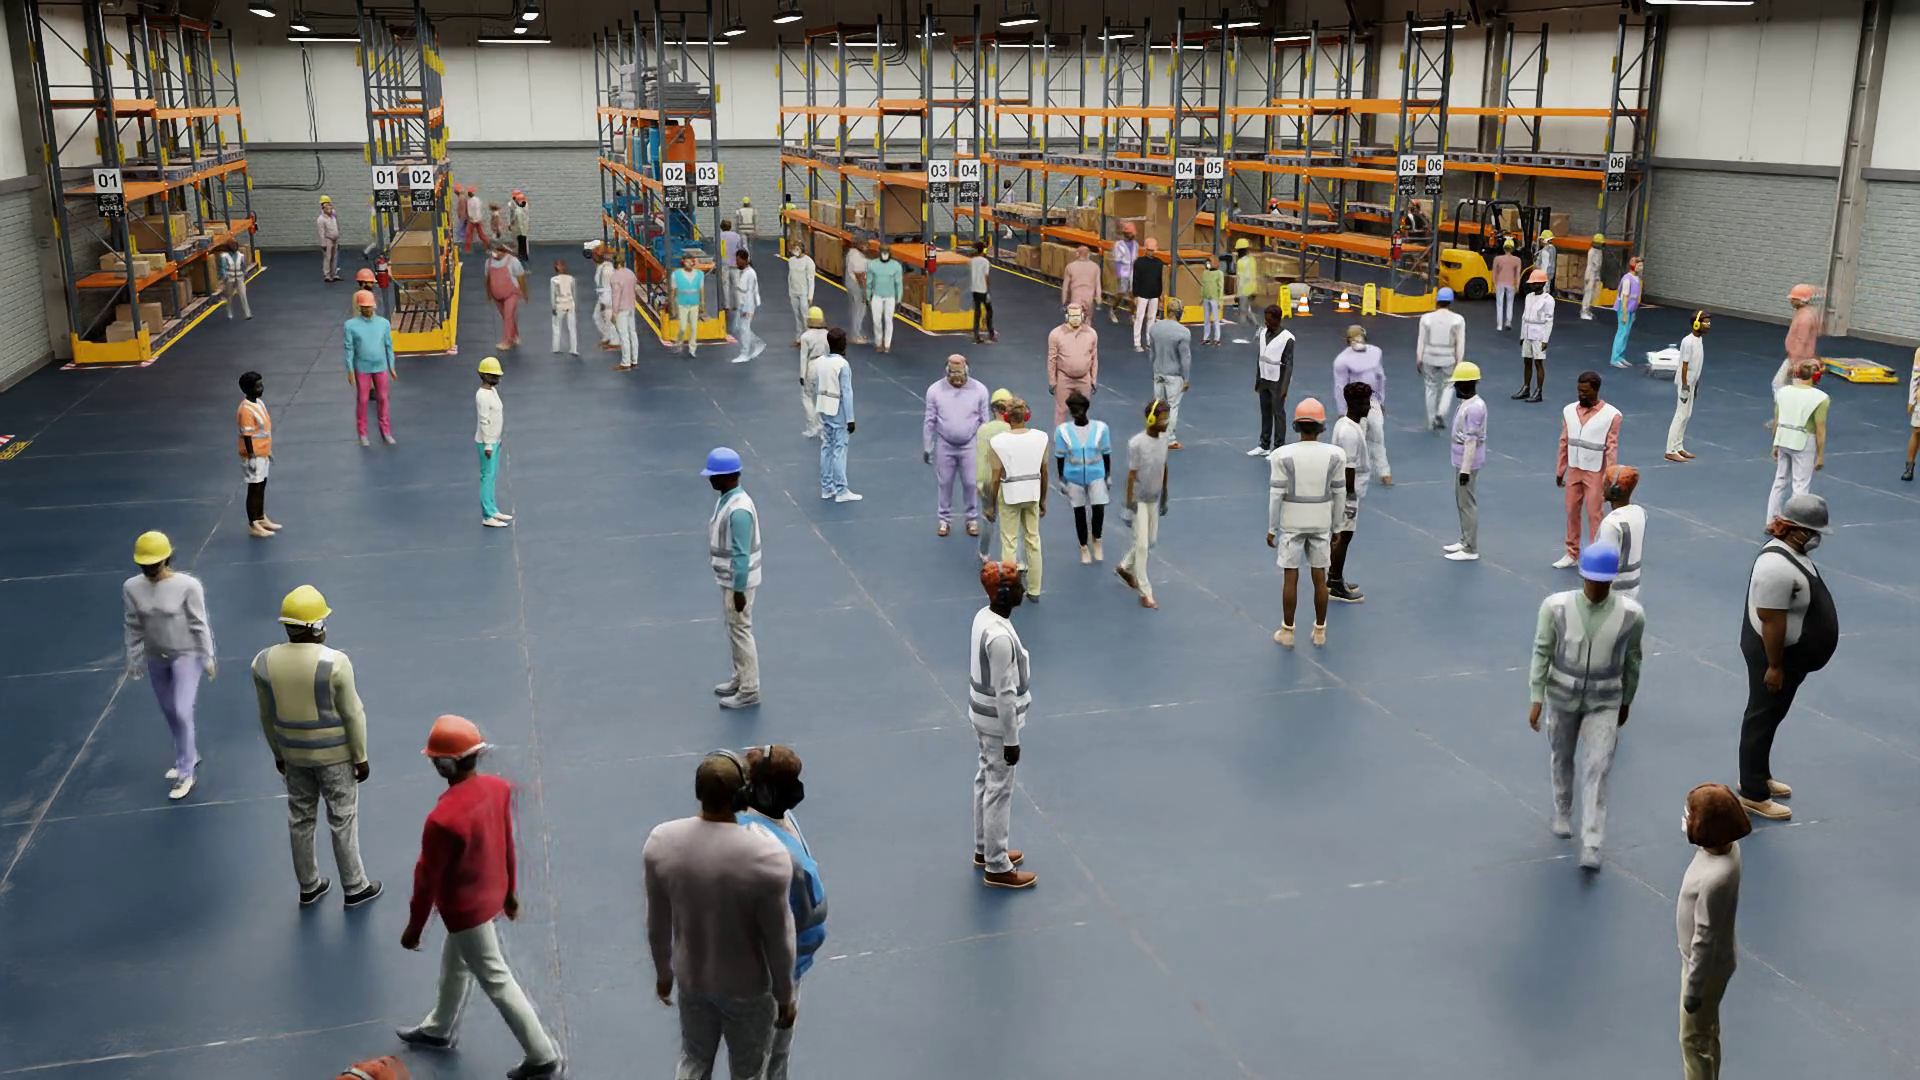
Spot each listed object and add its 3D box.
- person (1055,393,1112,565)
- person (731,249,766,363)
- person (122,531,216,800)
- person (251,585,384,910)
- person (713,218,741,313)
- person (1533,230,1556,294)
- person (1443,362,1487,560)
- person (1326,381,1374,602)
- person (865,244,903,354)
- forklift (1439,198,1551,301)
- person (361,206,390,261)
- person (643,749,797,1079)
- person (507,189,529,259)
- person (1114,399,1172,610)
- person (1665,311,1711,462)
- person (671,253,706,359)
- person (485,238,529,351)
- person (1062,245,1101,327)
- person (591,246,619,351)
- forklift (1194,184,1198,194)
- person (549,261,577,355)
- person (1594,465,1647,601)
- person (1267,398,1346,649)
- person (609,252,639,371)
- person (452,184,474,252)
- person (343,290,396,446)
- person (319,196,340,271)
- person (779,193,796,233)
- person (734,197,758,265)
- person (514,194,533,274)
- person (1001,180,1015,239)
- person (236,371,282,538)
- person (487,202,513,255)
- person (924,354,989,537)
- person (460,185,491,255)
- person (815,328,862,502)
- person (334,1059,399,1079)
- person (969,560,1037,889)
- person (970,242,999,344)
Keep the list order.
[{"bbox_3d":[1.170,-0.573,15.783,0.548,1.675,0.379,1,15,3],"label":"person"},{"bbox_3d":[-3.577,-3.959,28.104,0.740,1.899,0.653,-8,17,-27],"label":"person"},{"bbox_3d":[-5.056,0.780,10.602,0.553,1.730,0.784,1,15,5],"label":"person"},{"bbox_3d":[-3.489,1.135,9.063,0.588,1.833,0.404,2,15,9],"label":"person"},{"bbox_3d":[-4.834,-5.708,34.614,0.629,1.939,0.374,-10,18,-33],"label":"person"},{"bbox_3d":[11.578,-5.227,33.004,0.404,1.832,0.599,9,17,30],"label":"person"},{"bbox_3d":[4.860,-0.764,16.056,0.396,1.916,0.585,3,15,10],"label":"person"},{"bbox_3d":[3.446,-0.441,14.736,0.361,1.963,0.618,2,15,7],"label":"person"},{"bbox_3d":[-1.314,-4.173,28.875,0.664,1.912,0.752,0,15,0],"label":"person"},{"bbox_3d":[11.913,-6.508,37.130,2.313,2.155,1.214,-4,15,-15],"label":"forklift"},{"bbox_3d":[-15.969,-8.500,45.387,0.727,1.800,0.627,-2,15,-6],"label":"person"},{"bbox_3d":[-0.953,1.757,6.562,0.643,1.932,0.486,6,16,22],"label":"person"},{"bbox_3d":[-12.232,-8.746,46.042,0.608,1.938,0.410,2,15,6],"label":"person"},{"bbox_3d":[1.613,-0.359,14.690,0.582,1.839,0.764,-11,18,-36],"label":"person"},{"bbox_3d":[8.945,-1.886,20.393,0.328,1.861,0.507,11,18,36],"label":"person"},{"bbox_3d":[-4.637,-3.994,28.399,0.569,1.820,0.461,-8,17,-27],"label":"person"},{"bbox_3d":[-8.084,-4.449,29.680,0.738,2.000,1.006,4,15,16],"label":"person"},{"bbox_3d":[2.134,-4.221,29.167,0.662,1.875,0.842,-1,15,-2],"label":"person"},{"bbox_3d":[-6.261,-4.245,29.259,0.495,1.855,0.659,-6,16,-22],"label":"person"},{"bbox_3d":[7.392,-11.333,53.972,1.873,2.768,1.129,-4,15,-15],"label":"forklift"},{"bbox_3d":[-6.933,-4.039,28.947,0.532,1.616,0.698,-13,19,-40],"label":"person"},{"bbox_3d":[4.601,0.392,11.766,0.349,1.882,0.584,12,19,39],"label":"person"},{"bbox_3d":[2.776,-0.128,13.420,0.610,2.040,0.394,0,15,-1],"label":"person"},{"bbox_3d":[-5.498,-3.724,27.145,0.377,1.940,0.629,6,16,21],"label":"person"},{"bbox_3d":[-14.422,-9.287,48.019,0.662,1.960,0.669,-7,16,-23],"label":"person"},{"bbox_3d":[-7.549,-2.205,21.322,0.622,1.992,0.396,-11,18,-35],"label":"person"},{"bbox_3d":[-16.259,-7.894,42.858,0.585,1.929,0.371,10,18,34],"label":"person"},{"bbox_3d":[-4.952,-9.125,47.930,0.533,1.698,0.322,2,15,8],"label":"person"},{"bbox_3d":[-5.713,-8.240,44.436,0.599,1.782,0.928,-5,16,-17],"label":"person"},{"bbox_3d":[-11.116,-7.766,42.246,0.375,1.995,0.609,-5,16,-17],"label":"person"},{"bbox_3d":[1.520,-10.521,52.910,0.430,1.844,0.624,2,15,8],"label":"person"},{"bbox_3d":[-7.138,-0.873,16.882,0.317,1.695,0.540,-2,15,-7],"label":"person"},{"bbox_3d":[-12.604,-8.431,45.475,0.629,1.610,0.559,-5,16,-18],"label":"person"},{"bbox_3d":[-0.034,-0.949,16.818,0.666,1.889,0.399,1,15,4],"label":"person"},{"bbox_3d":[-13.851,-9.156,47.600,0.962,1.964,0.628,-14,20,-42],"label":"person"},{"bbox_3d":[-1.378,-1.383,18.374,0.390,1.920,0.587,-12,19,-38],"label":"person"},{"bbox_3d":[-1.654,2.302,4.612,0.587,1.865,0.606,-13,19,-39],"label":"person"},{"bbox_3d":[0.232,1.029,9.366,0.355,1.885,0.574,-3,15,-10],"label":"person"},{"bbox_3d":[0.426,-4.507,30.307,0.555,1.835,0.675,14,20,41],"label":"person"}]
